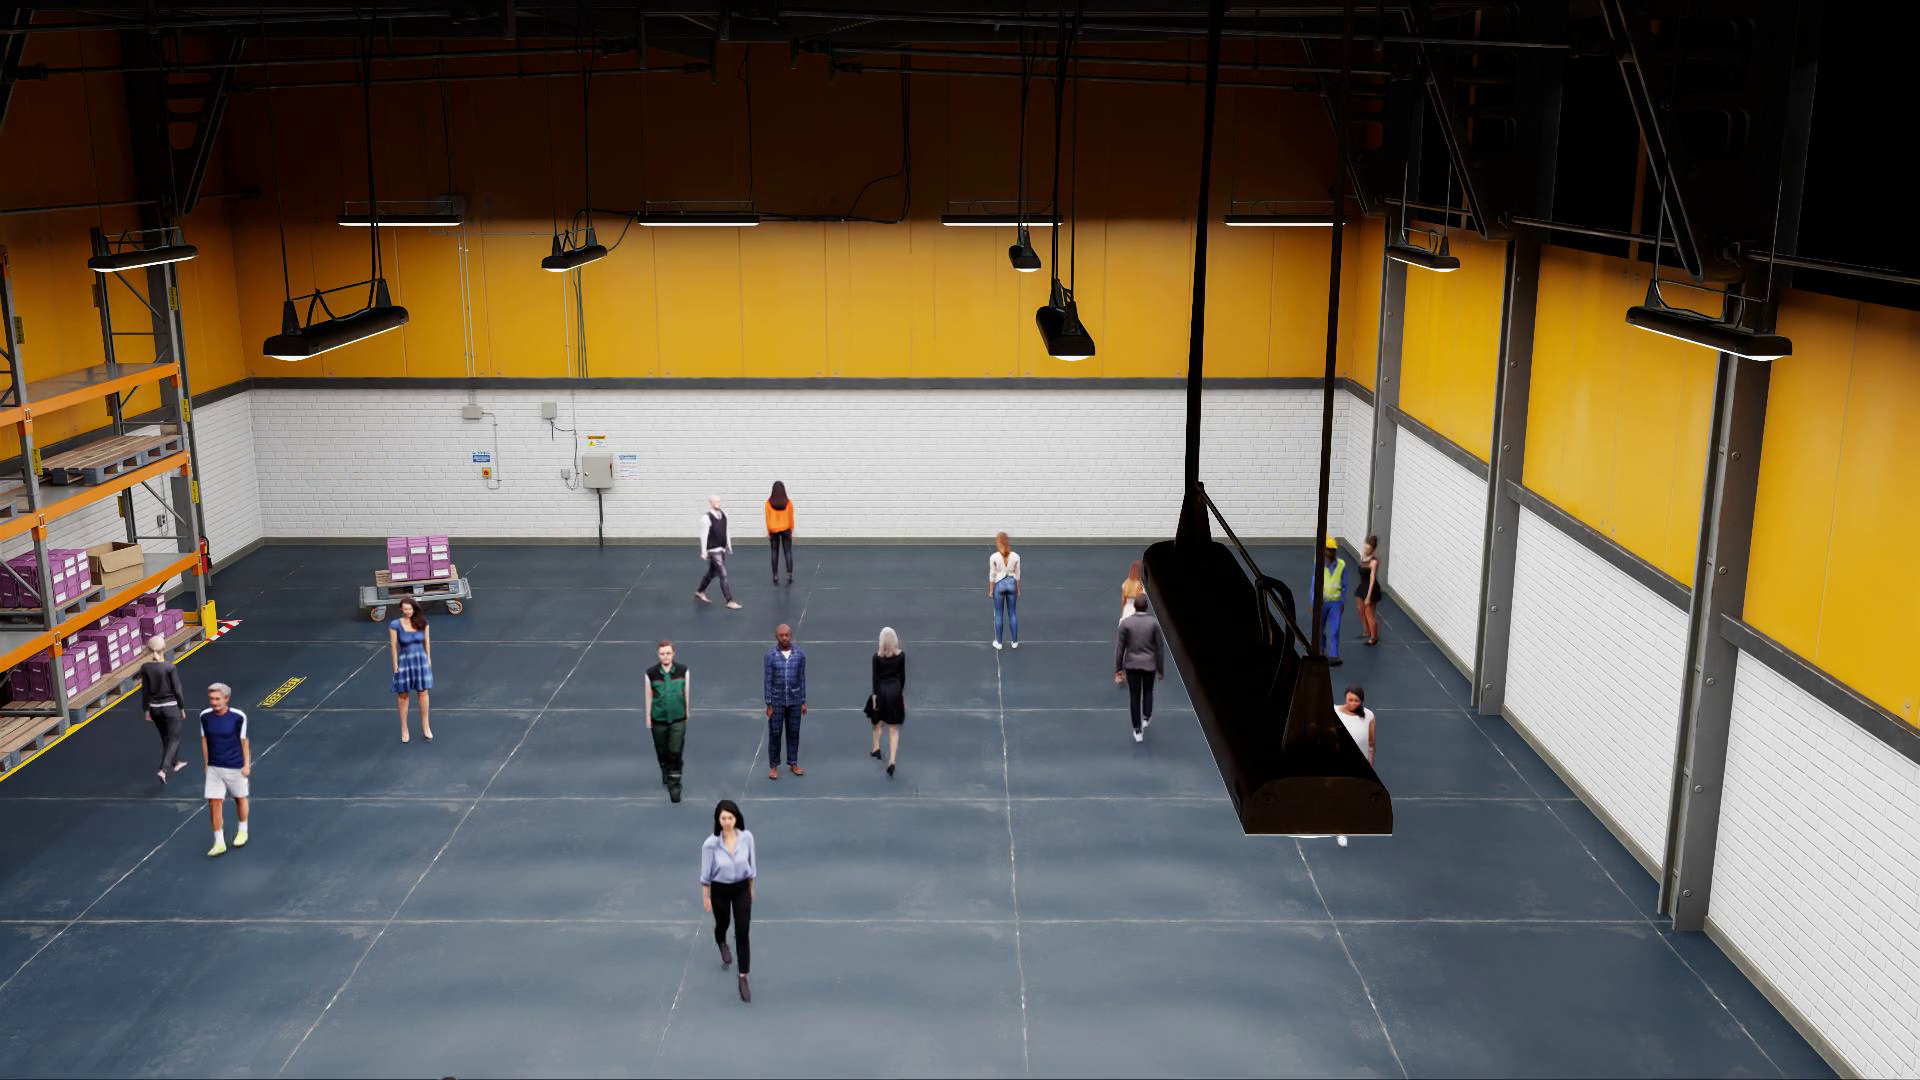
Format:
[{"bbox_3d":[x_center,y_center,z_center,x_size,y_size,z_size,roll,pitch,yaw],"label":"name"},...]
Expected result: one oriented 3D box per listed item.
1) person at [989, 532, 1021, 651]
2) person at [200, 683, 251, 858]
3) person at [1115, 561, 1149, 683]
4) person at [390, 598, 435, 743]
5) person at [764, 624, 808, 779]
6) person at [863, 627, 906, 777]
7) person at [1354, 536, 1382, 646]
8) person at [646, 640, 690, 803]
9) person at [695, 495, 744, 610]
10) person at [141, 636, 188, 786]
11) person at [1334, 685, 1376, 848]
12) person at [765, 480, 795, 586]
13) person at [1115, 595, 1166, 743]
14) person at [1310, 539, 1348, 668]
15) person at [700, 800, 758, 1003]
[{"bbox_3d":[0.654,0.723,24.071,0.643,1.720,0.570,-3,14,-11],"label":"person"},{"bbox_3d":[-7.585,2.316,17.287,0.701,1.818,0.889,-1,14,-5],"label":"person"},{"bbox_3d":[2.309,1.143,22.485,0.928,1.651,1.183,7,15,28],"label":"person"},{"bbox_3d":[-6.698,1.580,20.355,0.759,1.805,0.754,-7,15,-28],"label":"person"},{"bbox_3d":[-2.034,1.839,19.258,0.735,1.818,0.726,-5,15,-20],"label":"person"},{"bbox_3d":[-0.804,1.888,19.256,0.840,1.723,1.052,-5,15,-20],"label":"person"},{"bbox_3d":[5.970,0.742,24.143,0.752,1.650,0.607,0,14,0],"label":"person"},{"bbox_3d":[-3.279,1.983,18.681,0.825,1.809,1.197,-3,14,-10],"label":"person"},{"bbox_3d":[-3.892,0.193,26.142,1.168,1.776,1.269,8,16,30],"label":"person"},{"bbox_3d":[-9.130,1.954,19.033,0.635,1.699,1.035,1,14,2],"label":"person"},{"bbox_3d":[4.131,2.325,17.609,0.734,1.649,1.109,2,14,7],"label":"person"},{"bbox_3d":[-2.975,-0.133,27.548,0.620,1.749,0.544,-1,14,-2],"label":"person"},{"bbox_3d":[2.207,1.593,20.330,0.803,1.790,1.008,1,14,5],"label":"person"},{"bbox_3d":[5.159,0.864,23.385,0.687,1.770,1.115,0,14,0],"label":"person"},{"bbox_3d":[-2.017,3.060,14.461,0.897,1.702,1.226,-5,14,-18],"label":"person"}]
